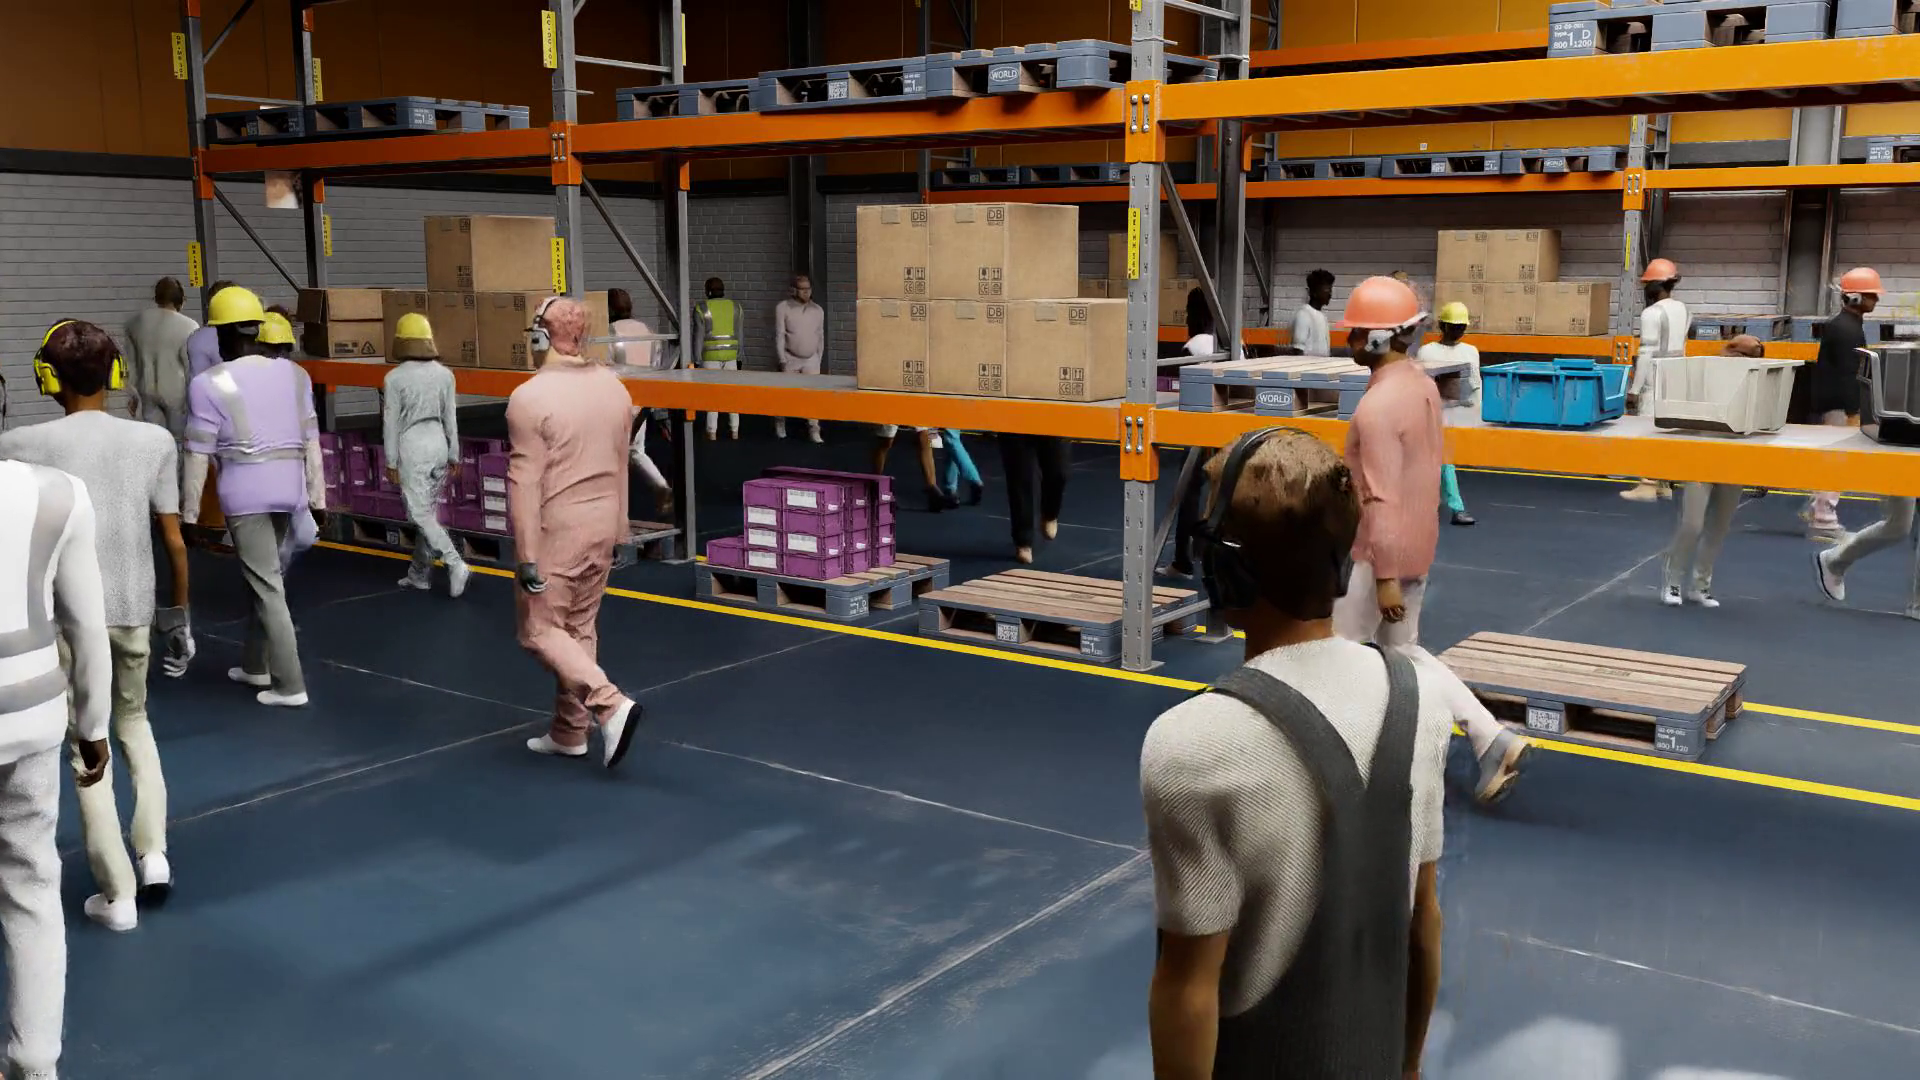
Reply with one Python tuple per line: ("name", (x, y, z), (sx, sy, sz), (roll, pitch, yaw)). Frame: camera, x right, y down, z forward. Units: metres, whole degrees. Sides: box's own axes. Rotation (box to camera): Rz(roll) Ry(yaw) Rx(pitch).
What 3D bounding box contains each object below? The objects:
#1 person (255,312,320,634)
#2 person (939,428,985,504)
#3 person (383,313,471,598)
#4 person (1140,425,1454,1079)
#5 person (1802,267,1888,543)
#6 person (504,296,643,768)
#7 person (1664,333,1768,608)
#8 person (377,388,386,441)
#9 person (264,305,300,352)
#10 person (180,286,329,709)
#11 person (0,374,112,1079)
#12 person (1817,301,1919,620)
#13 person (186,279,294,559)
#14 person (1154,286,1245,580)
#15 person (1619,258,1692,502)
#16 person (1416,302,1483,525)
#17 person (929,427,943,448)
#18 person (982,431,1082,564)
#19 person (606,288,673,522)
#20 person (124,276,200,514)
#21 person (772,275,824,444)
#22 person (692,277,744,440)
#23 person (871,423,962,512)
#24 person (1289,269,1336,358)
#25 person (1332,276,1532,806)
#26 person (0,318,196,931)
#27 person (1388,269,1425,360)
("person", (-3.767, -0.365, 9.095), (0.473, 1.754, 0.530), (6, 11, 31))
("person", (-0.034, -1.215, 13.986), (0.839, 1.808, 0.568), (9, 13, 42))
("person", (-3.210, -0.507, 10.030), (0.774, 1.719, 0.492), (7, 12, 36))
("person", (0.471, 0.765, 2.164), (0.515, 1.824, 0.807), (-6, 11, -33))
("person", (6.362, -0.955, 11.911), (0.447, 1.973, 0.644), (5, 11, 27))
("person", (-1.511, -0.012, 6.572), (0.664, 1.888, 0.650), (6, 11, 30))
("person", (4.406, -0.393, 9.660), (0.537, 1.610, 0.375), (1, 10, 8))
("person", (-6.368, -1.924, 18.701), (0.521, 1.636, 0.311), (0, 10, 1))
("person", (-6.192, -1.316, 15.116), (0.517, 1.623, 0.376), (7, 12, 34))
("person", (-3.279, -0.189, 7.569), (0.807, 1.896, 0.621), (5, 11, 29))
("person", (-2.278, 0.454, 3.849), (0.601, 1.864, 0.438), (-8, 12, -40))
("person", (5.314, -0.485, 9.360), (0.593, 1.903, 0.729), (-4, 10, -24))
("person", (-4.763, -0.777, 11.078), (0.898, 1.908, 0.633), (5, 11, 28))
("person", (1.650, -0.641, 10.371), (0.849, 1.881, 0.627), (9, 13, 42))
("person", (5.847, -1.333, 13.974), (0.613, 2.044, 0.381), (-7, 12, -37))
("person", (3.780, -0.997, 12.976), (0.530, 1.707, 0.979), (-3, 10, -17))
("person", (-0.248, -1.949, 18.086), (0.400, 1.901, 0.646), (0, 10, 2))
("person", (0.482, -0.873, 11.235), (0.712, 2.000, 0.729), (0, 10, -3))
("person", (-2.497, -0.980, 12.517), (0.645, 1.823, 0.638), (7, 12, 34))
("person", (-6.314, -1.116, 13.091), (0.669, 1.910, 0.675), (1, 10, 7))
("person", (-1.823, -2.037, 18.687), (0.631, 1.875, 0.941), (-4, 10, -24))
("person", (-2.747, -2.047, 18.835), (0.621, 1.841, 0.429), (-6, 11, -31))
("person", (-0.376, -1.146, 13.288), (0.951, 1.889, 0.556), (7, 12, 37))
("person", (3.218, -1.529, 15.420), (0.497, 1.947, 0.597), (5, 11, 29))
("person", (1.615, 0.045, 5.972), (0.773, 1.974, 0.612), (7, 12, 36))
("person", (-2.655, 0.260, 5.075), (0.523, 1.853, 0.530), (9, 13, 44))
("person", (4.179, -1.615, 15.960), (0.636, 1.938, 0.358), (-7, 12, -36))
